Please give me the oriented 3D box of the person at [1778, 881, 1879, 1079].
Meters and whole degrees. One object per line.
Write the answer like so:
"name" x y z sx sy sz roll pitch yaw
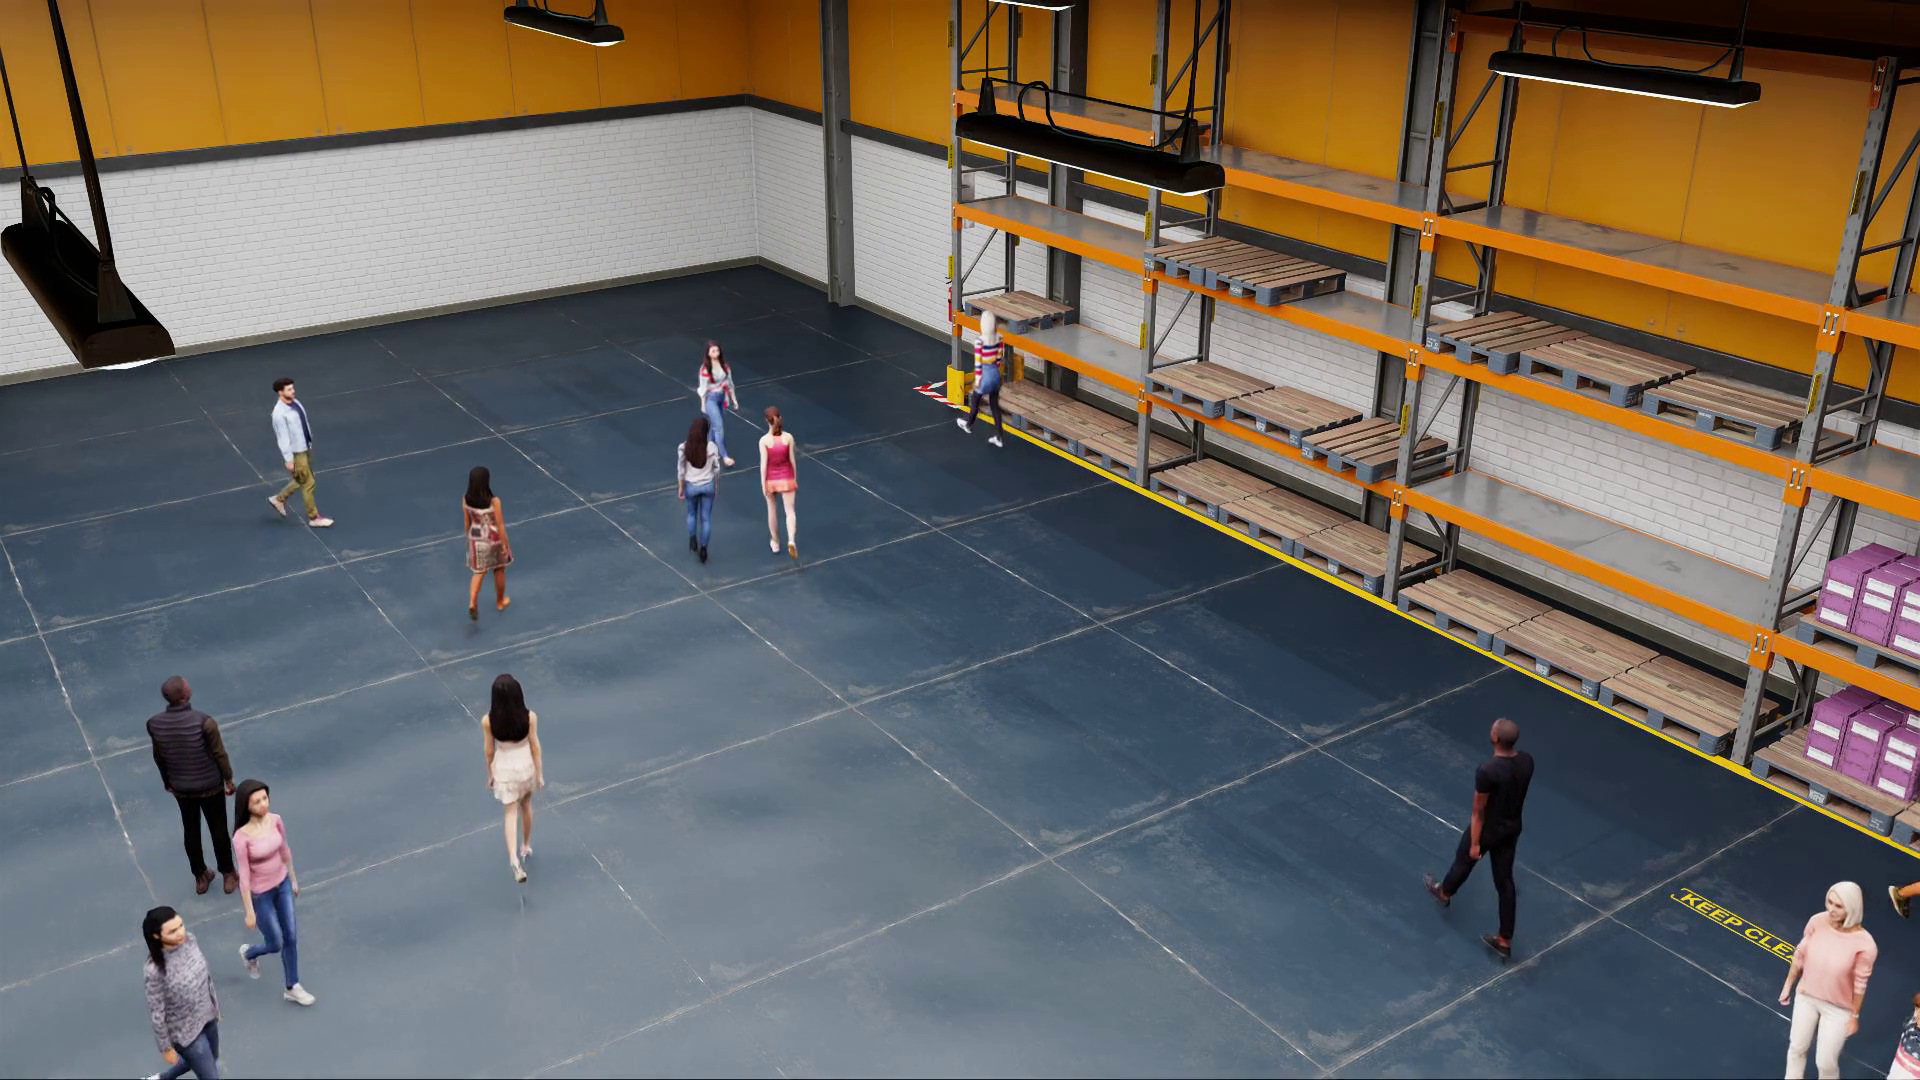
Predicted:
"person" 5.413 2.849 10.359 0.692 1.724 0.528 -14 27 -28

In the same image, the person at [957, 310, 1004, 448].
"person" 0.418 -2.059 21.535 0.695 1.766 1.068 -17 29 -34

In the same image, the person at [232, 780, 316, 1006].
"person" -4.782 2.396 11.383 0.947 1.734 0.817 11 26 23

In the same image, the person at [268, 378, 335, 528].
"person" -7.677 -1.005 19.084 1.066 1.797 1.070 0 24 1

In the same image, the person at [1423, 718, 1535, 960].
"person" 3.879 2.160 11.880 0.845 1.769 1.236 -10 25 -21

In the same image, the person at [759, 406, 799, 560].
"person" -1.967 -0.602 18.243 0.814 1.733 1.062 -5 24 -12

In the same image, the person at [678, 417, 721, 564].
"person" -2.834 -0.522 18.217 0.795 1.607 0.885 -4 24 -9

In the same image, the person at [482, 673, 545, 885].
"person" -3.397 1.843 12.670 0.816 1.717 1.032 -4 24 -10

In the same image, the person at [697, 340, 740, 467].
"person" -3.144 -1.766 21.092 0.959 1.584 0.707 21 31 39

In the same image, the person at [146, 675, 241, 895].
"person" -5.756 1.837 12.535 0.778 1.835 0.797 1 24 2

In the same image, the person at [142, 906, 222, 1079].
"person" -4.771 2.942 10.163 1.081 1.711 1.001 5 24 12

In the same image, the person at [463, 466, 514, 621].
"person" -4.850 0.054 16.876 0.998 1.626 1.062 4 24 9
